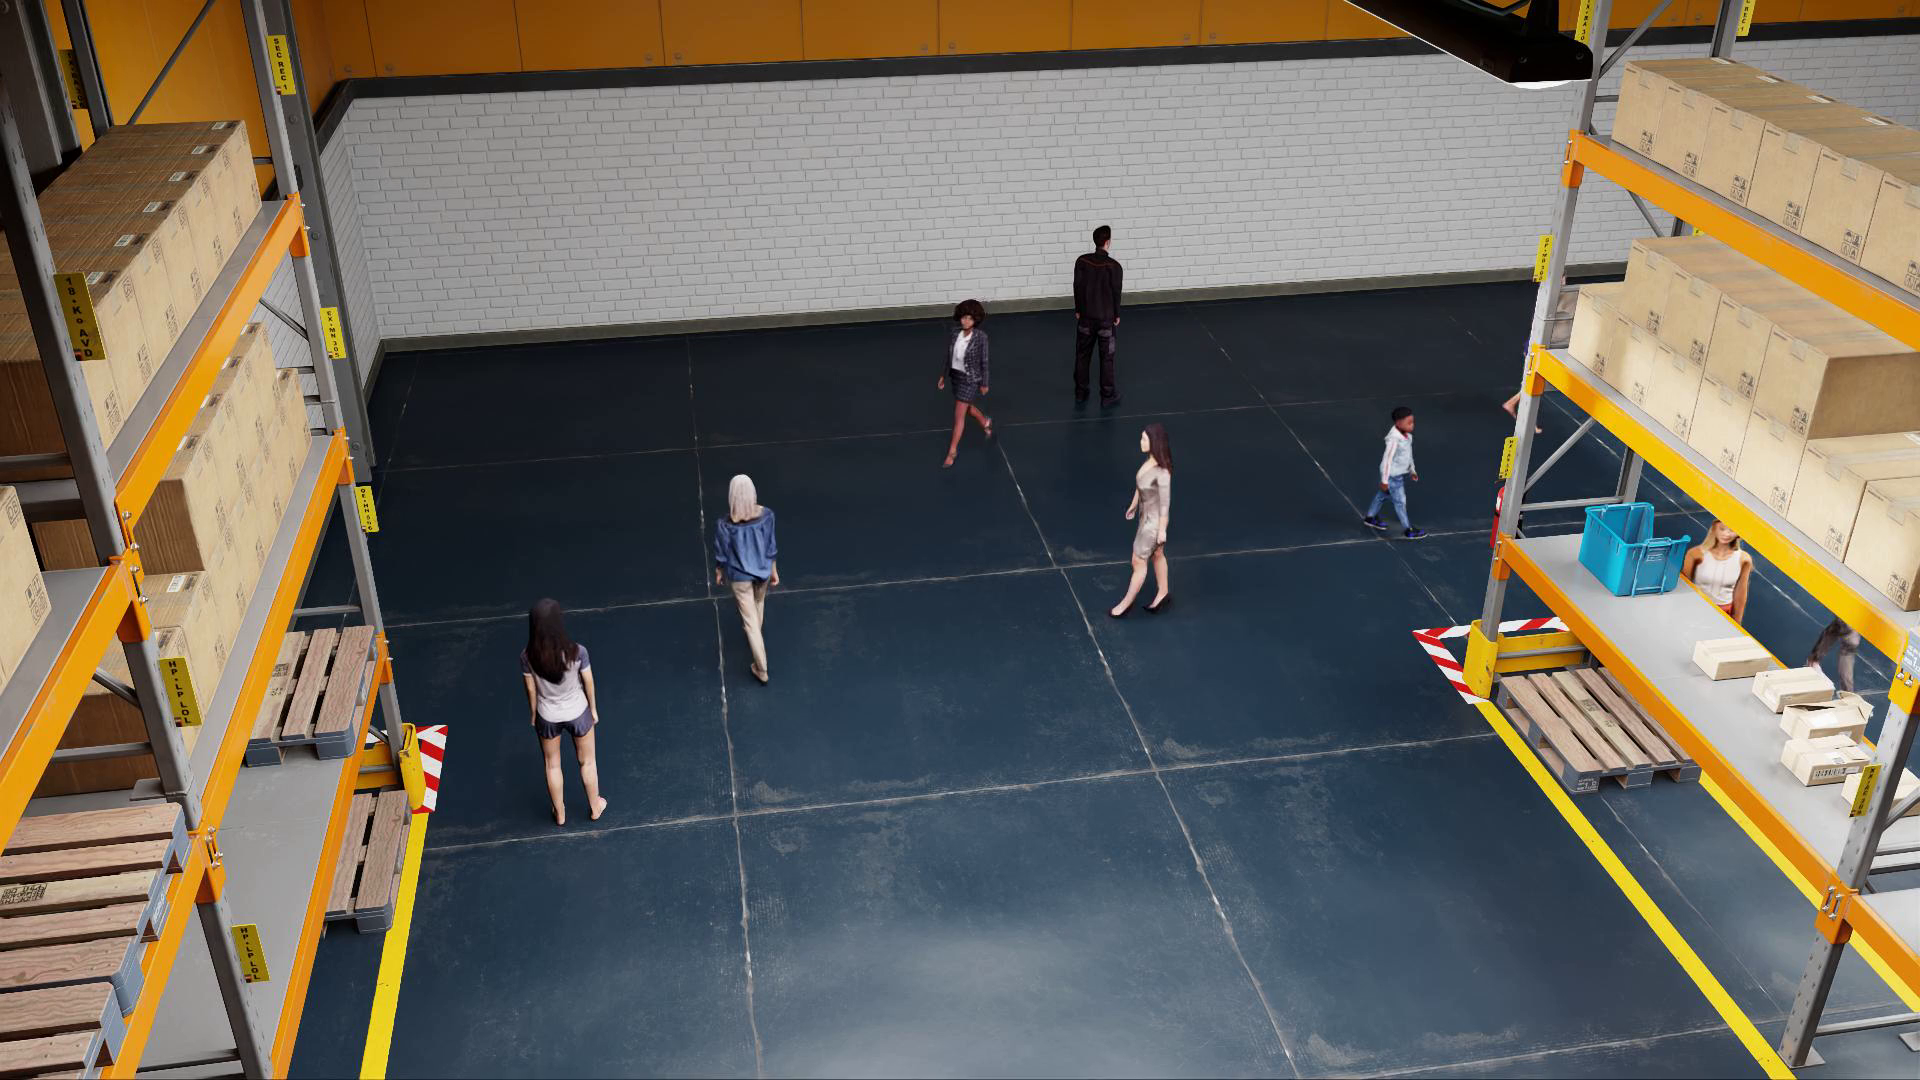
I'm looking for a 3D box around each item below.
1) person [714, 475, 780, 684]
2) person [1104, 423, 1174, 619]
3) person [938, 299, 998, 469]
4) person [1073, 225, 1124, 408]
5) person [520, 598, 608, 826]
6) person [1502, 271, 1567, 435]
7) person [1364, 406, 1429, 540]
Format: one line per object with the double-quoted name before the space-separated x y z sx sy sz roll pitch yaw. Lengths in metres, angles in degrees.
"person" -1.564 0.328 12.621 0.812 1.671 1.041 -14 32 -24
"person" 1.616 -0.146 13.425 0.689 1.732 0.753 -3 29 -5
"person" 0.107 -1.534 16.051 1.069 1.655 1.077 -25 38 -38
"person" 1.431 -2.325 17.233 0.773 1.911 0.801 14 32 24
"person" -2.658 1.144 11.087 0.588 1.707 0.500 -5 29 -8
"person" 5.685 -1.893 16.605 0.793 1.754 0.739 12 31 21
"person" 3.818 -0.624 14.825 0.874 1.231 0.827 17 33 28
